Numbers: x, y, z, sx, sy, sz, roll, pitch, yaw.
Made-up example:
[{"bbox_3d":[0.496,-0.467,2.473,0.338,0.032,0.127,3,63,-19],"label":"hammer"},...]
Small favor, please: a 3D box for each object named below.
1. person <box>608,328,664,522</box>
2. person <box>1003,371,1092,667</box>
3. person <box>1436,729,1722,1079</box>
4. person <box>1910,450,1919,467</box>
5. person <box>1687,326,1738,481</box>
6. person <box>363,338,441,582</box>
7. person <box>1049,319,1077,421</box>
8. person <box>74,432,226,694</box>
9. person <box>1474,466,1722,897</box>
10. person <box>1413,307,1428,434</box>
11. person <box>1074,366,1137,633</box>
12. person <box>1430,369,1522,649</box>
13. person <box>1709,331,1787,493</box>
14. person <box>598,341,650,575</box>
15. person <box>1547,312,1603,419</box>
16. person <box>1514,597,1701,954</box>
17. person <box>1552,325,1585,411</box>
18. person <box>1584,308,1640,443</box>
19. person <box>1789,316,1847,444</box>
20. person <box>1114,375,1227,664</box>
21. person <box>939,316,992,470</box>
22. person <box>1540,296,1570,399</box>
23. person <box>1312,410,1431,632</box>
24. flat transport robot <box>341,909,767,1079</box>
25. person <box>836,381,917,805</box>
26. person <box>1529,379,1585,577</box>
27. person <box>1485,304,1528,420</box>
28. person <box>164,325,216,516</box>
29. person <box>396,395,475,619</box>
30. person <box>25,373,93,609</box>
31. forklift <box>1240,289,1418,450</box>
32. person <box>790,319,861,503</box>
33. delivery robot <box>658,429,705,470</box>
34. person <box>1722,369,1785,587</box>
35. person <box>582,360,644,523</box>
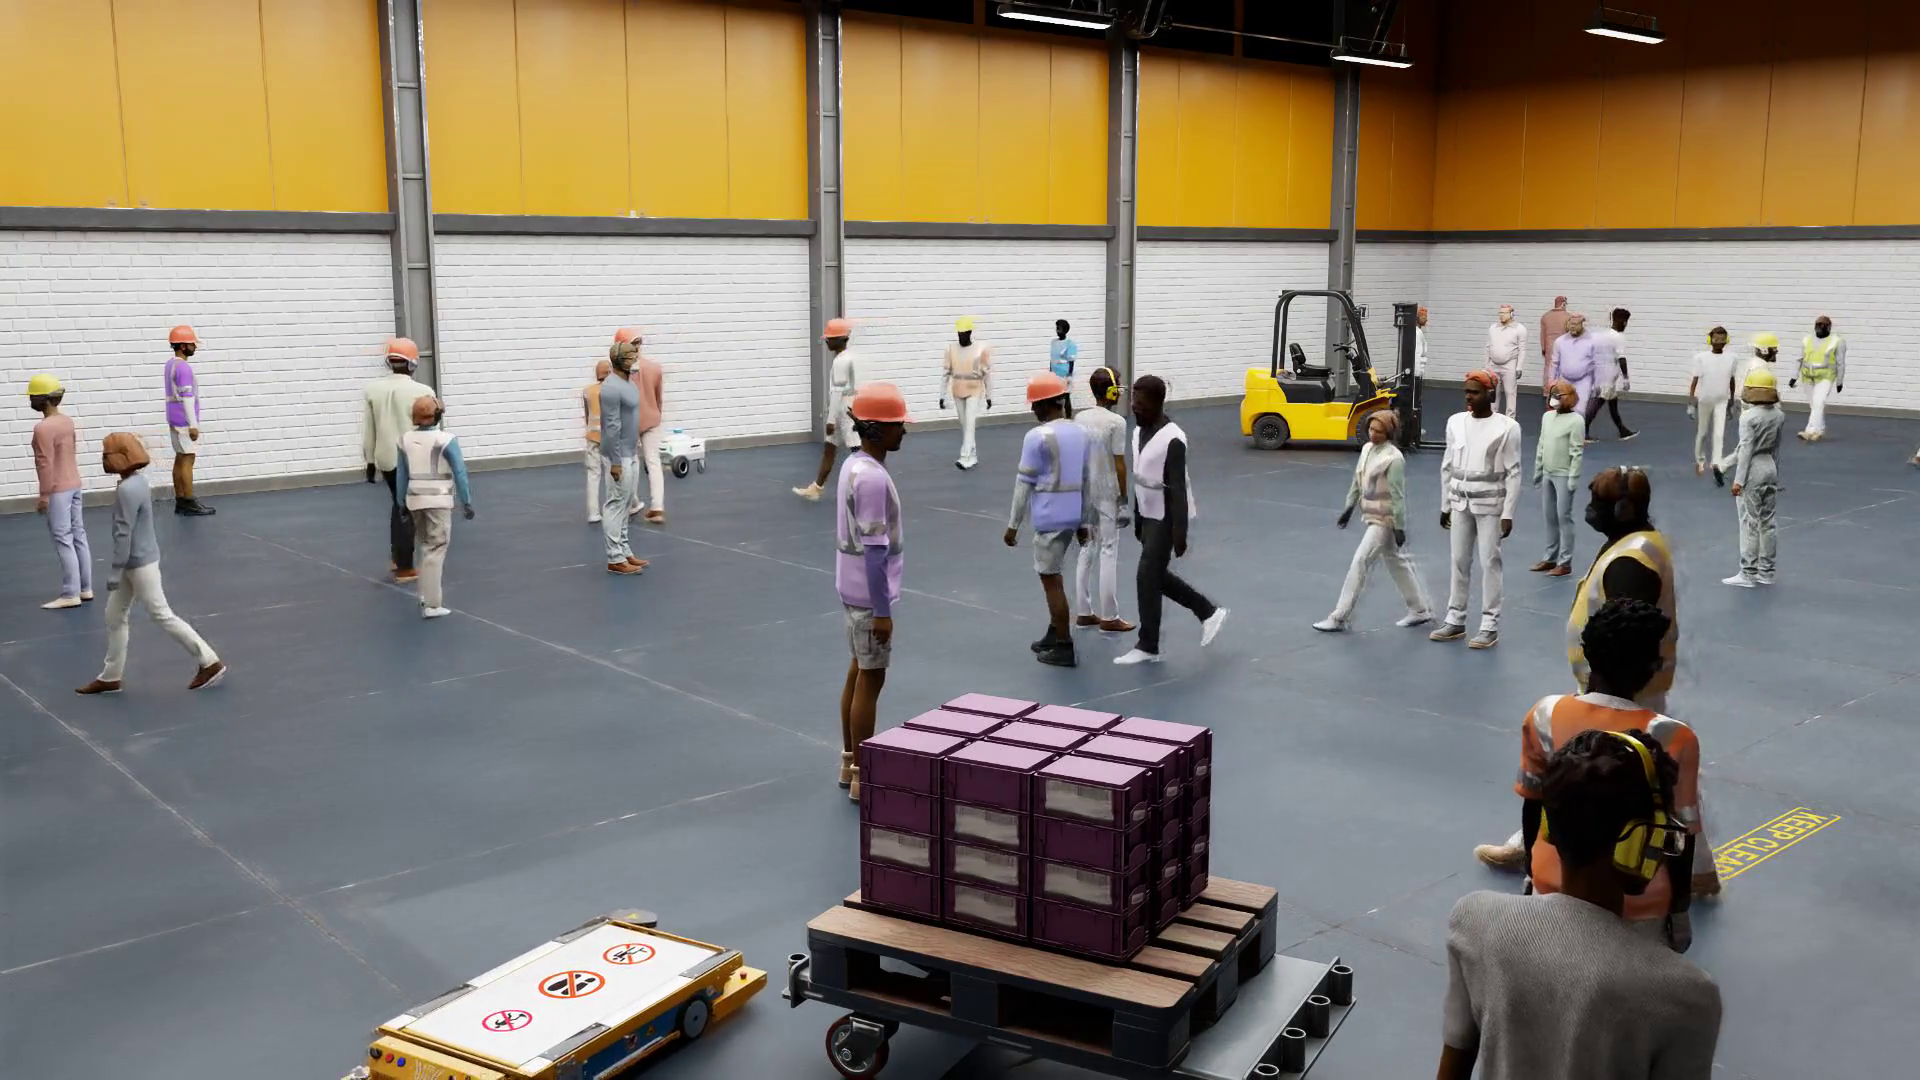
[{"bbox_3d":[-3.236,-1.148,16.611,0.618,1.930,1.009,-6,12,-33],"label":"person"},{"bbox_3d":[0.547,-0.135,10.749,0.636,1.903,0.537,8,13,40],"label":"person"},{"bbox_3d":[1.042,1.231,2.855,0.335,1.865,0.521,-8,12,-38],"label":"person"},{"bbox_3d":[12.125,-1.734,20.126,1.002,1.900,0.635,2,10,11],"label":"person"},{"bbox_3d":[8.907,-1.619,19.712,0.544,1.815,0.994,2,10,14],"label":"person"},{"bbox_3d":[-4.493,-0.652,13.545,0.640,1.970,0.575,2,10,12],"label":"person"},{"bbox_3d":[1.536,-2.492,25.149,0.330,1.694,0.543,-7,12,-37],"label":"person"},{"bbox_3d":[-4.903,0.139,10.017,0.821,1.597,0.502,-4,11,-24],"label":"person"},{"bbox_3d":[2.713,0.588,6.854,0.979,1.791,0.636,3,10,18],"label":"person"},{"bbox_3d":[6.763,-2.515,24.742,0.358,1.878,0.574,1,10,7],"label":"person"},{"bbox_3d":[1.001,-0.284,11.714,0.335,1.868,0.521,-8,12,-38],"label":"person"},{"bbox_3d":[3.492,-0.210,11.232,0.356,1.881,0.575,-7,12,-37],"label":"person"},{"bbox_3d":[8.848,-1.423,18.549,0.751,1.813,0.600,4,11,23],"label":"person"},{"bbox_3d":[-2.809,-0.687,13.858,0.376,1.940,0.629,1,10,3],"label":"person"},{"bbox_3d":[8.167,-2.084,22.192,0.685,1.882,0.633,8,13,41],"label":"person"},{"bbox_3d":[1.819,0.999,4.704,0.322,1.692,0.534,-8,12,-38],"label":"person"},{"bbox_3d":[8.717,-2.279,23.768,0.553,1.733,0.696,-1,10,-5],"label":"person"},{"bbox_3d":[9.235,-2.326,23.576,1.035,1.897,0.700,-1,10,-4],"label":"person"},{"bbox_3d":[12.118,-2.266,23.548,0.978,1.788,0.629,-6,12,-32],"label":"person"},{"bbox_3d":[1.379,-0.139,10.823,0.750,1.889,0.628,-3,10,-15],"label":"person"},{"bbox_3d":[0.029,-1.800,20.507,0.618,1.879,0.947,4,11,23],"label":"person"},{"bbox_3d":[11.034,-3.542,30.695,0.401,1.901,0.642,-8,12,-38],"label":"person"},{"bbox_3d":[2.950,-0.130,11.650,0.888,1.577,0.517,-1,10,-3],"label":"person"},{"bbox_3d":[-1.322,1.581,5.460,0.652,0.197,1.431,6,11,29],"label":"flat transport robot"},{"bbox_3d":[-0.400,0.253,8.049,0.394,2.042,0.611,-2,10,-11],"label":"person"},{"bbox_3d":[4.945,-0.513,13.749,0.290,1.632,0.508,-3,10,-16],"label":"person"},{"bbox_3d":[8.299,-2.644,25.410,0.639,1.910,0.407,9,14,44],"label":"person"},{"bbox_3d":[-7.879,-1.213,16.961,0.387,1.936,0.550,-8,12,-38],"label":"person"},{"bbox_3d":[-3.838,-0.244,12.203,0.534,1.623,0.540,4,10,21],"label":"person"},{"bbox_3d":[-6.786,-0.366,12.489,0.326,1.767,0.532,-1,10,-5],"label":"person"},{"bbox_3d":[5.034,-2.339,22.783,2.313,2.155,1.214,3,10,16],"label":"forklift"},{"bbox_3d":[-1.252,-1.338,17.580,1.076,1.988,0.604,1,10,4],"label":"person"},{"bbox_3d":[-3.398,-1.100,20.049,0.477,0.478,0.707,5,11,27],"label":"delivery robot"},{"bbox_3d":[6.358,-0.497,13.318,0.492,1.742,0.320,-6,11,-30],"label":"person"},{"bbox_3d":[-3.511,-0.994,16.639,0.511,1.601,0.803,2,10,13],"label":"person"}]
